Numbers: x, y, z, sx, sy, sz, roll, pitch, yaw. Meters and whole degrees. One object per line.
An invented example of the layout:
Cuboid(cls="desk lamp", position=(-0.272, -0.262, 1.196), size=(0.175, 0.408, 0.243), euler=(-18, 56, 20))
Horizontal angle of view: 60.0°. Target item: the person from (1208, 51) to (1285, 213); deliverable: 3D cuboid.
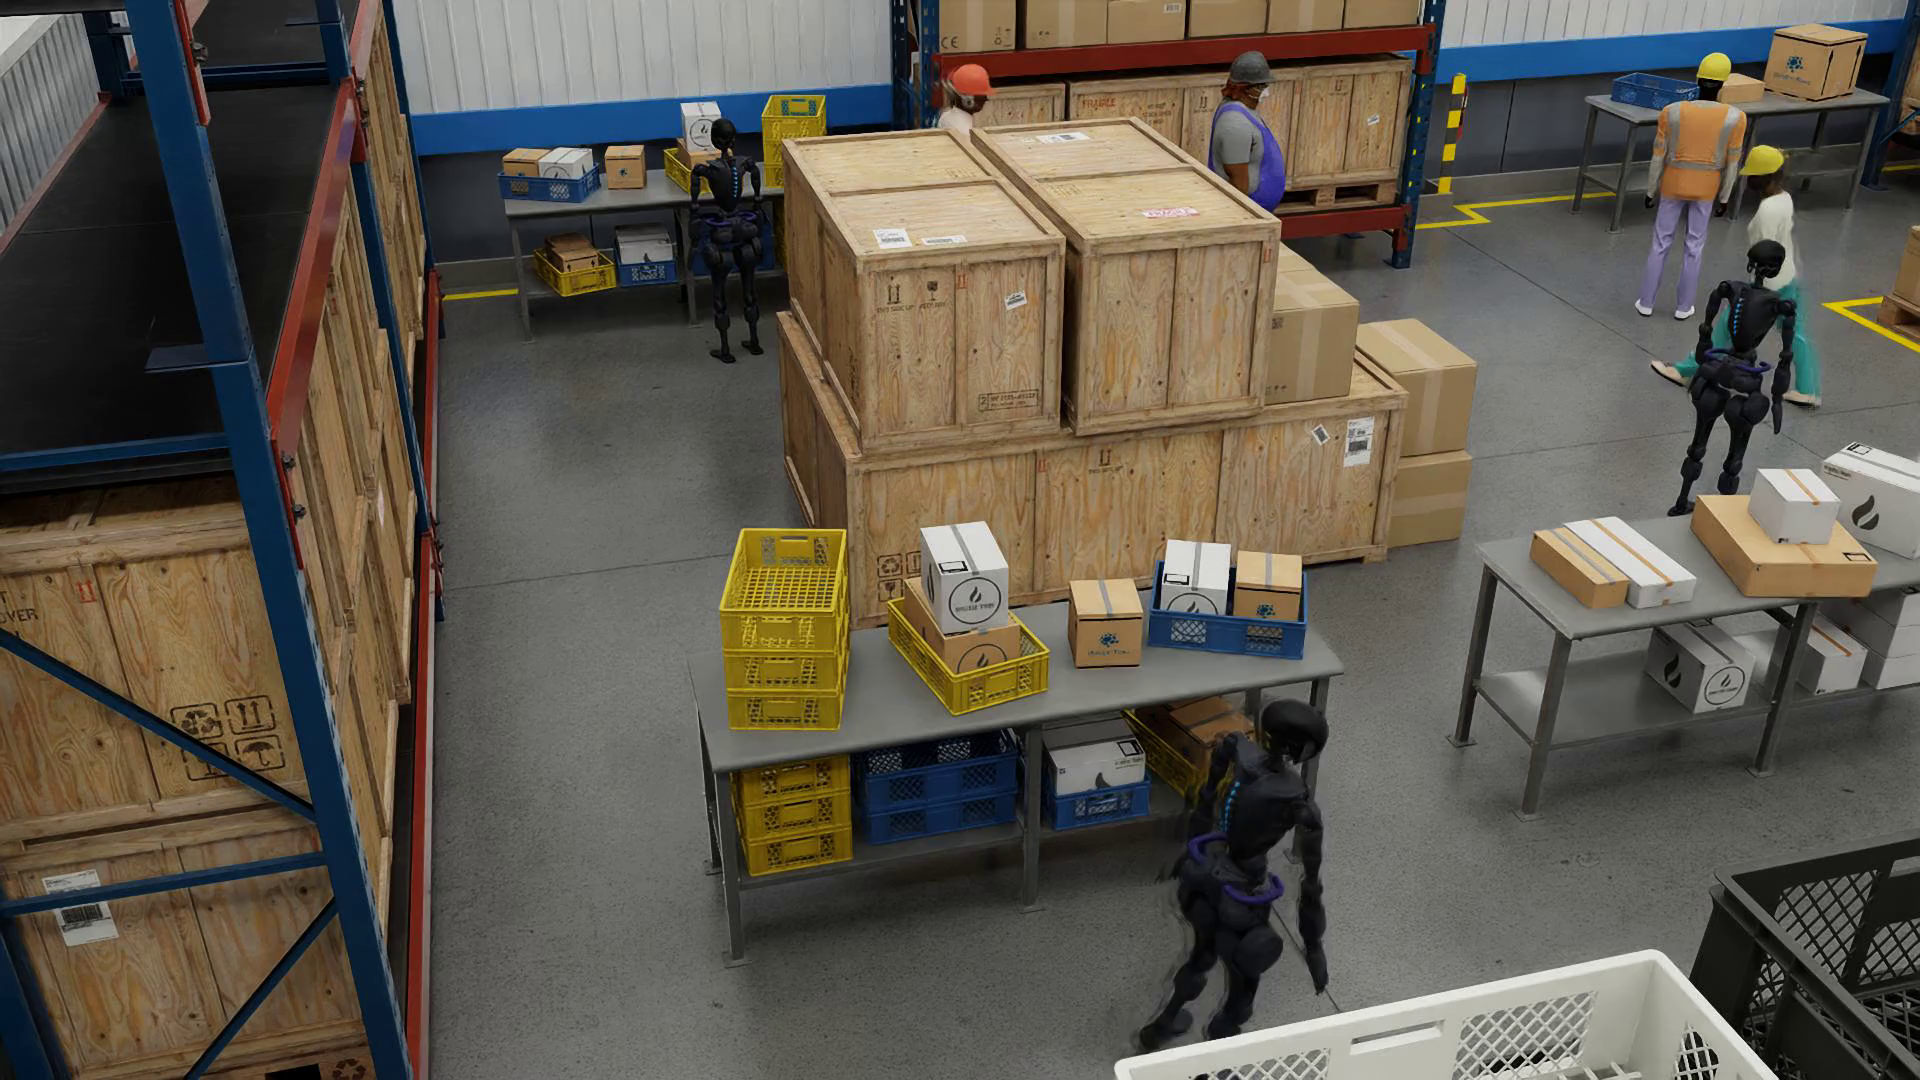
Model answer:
Cuboid(cls="person", position=(1.983, -2.375, 11.594), size=(0.538, 2.000, 0.682), euler=(2, 29, 3))

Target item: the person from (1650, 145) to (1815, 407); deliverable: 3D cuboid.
Cuboid(cls="person", position=(5.170, -1.695, 10.739), size=(1.046, 1.660, 0.535), euler=(21, 35, 34))

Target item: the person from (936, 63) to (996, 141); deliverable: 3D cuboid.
Cuboid(cls="person", position=(-0.075, -2.309, 11.546), size=(0.639, 1.965, 0.665), euler=(-7, 30, -12))

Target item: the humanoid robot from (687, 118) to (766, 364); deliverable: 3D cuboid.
Cuboid(cls="humanoid robot", position=(-1.587, -2.049, 11.376), size=(0.582, 1.655, 0.327), euler=(-19, 34, -31))

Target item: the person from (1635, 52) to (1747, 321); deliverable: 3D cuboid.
Cuboid(cls="person", position=(5.250, -2.529, 11.988), size=(0.586, 1.927, 0.364), euler=(11, 31, 19))

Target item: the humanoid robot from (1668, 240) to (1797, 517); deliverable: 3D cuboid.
Cuboid(cls="humanoid robot", position=(4.290, -0.858, 9.198), size=(0.328, 1.657, 0.601), euler=(-17, 33, -28))

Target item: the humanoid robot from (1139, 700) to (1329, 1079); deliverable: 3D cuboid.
Cuboid(cls="humanoid robot", position=(0.934, 1.185, 5.520), size=(0.434, 1.623, 0.654), euler=(-15, 32, -25))
